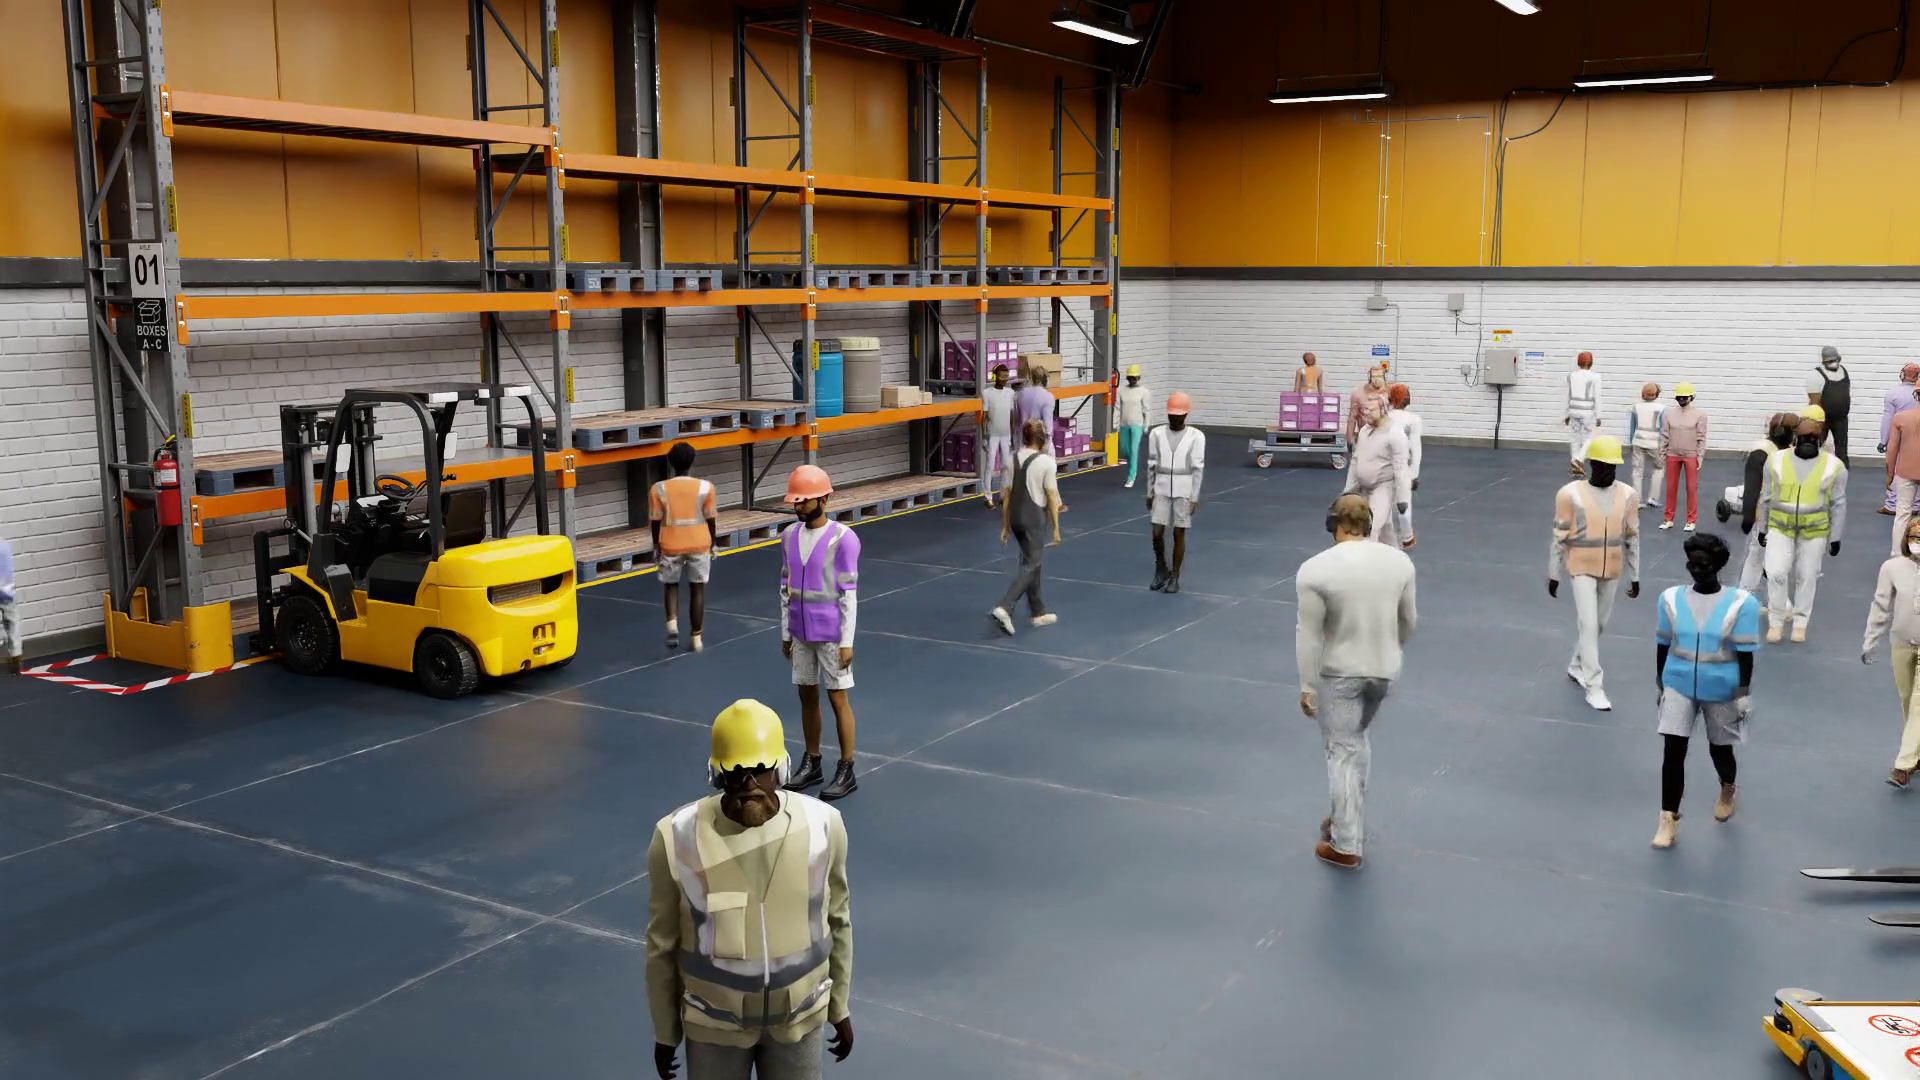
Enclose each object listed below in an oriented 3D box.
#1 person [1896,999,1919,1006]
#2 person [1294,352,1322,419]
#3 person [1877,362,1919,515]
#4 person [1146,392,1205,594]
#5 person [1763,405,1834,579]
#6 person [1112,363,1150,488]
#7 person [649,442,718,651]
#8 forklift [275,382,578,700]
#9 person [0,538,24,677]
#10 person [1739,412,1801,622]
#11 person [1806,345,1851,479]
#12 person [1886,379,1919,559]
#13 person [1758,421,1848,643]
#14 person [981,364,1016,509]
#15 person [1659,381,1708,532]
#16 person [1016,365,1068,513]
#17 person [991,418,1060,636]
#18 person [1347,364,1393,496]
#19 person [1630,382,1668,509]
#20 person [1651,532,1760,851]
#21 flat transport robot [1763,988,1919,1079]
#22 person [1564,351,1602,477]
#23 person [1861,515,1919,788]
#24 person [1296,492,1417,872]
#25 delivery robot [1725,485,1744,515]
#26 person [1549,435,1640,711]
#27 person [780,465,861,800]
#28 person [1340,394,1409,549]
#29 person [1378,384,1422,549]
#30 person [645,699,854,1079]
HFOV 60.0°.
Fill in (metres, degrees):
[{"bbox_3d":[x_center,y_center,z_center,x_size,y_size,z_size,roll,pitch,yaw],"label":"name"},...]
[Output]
[{"bbox_3d":[3.912,1.021,6.344,0.373,1.963,0.607,0,9,1],"label":"person"},{"bbox_3d":[6.190,-2.529,29.554,0.533,1.625,0.594,-2,9,-11],"label":"person"},{"bbox_3d":[11.759,-1.252,20.703,0.639,1.911,0.406,1,9,3],"label":"person"},{"bbox_3d":[2.002,-0.434,15.579,0.557,1.912,0.464,3,10,18],"label":"person"},{"bbox_3d":[8.209,-0.455,16.280,0.789,1.742,0.527,-8,12,-41],"label":"person"},{"bbox_3d":[2.452,-1.638,23.587,0.530,1.746,0.691,5,10,28],"label":"person"},{"bbox_3d":[-2.188,0.063,13.215,0.539,1.686,0.386,-1,9,-7],"label":"person"},{"bbox_3d":[-3.974,-0.067,12.417,2.313,2.155,1.214,5,11,30],"label":"forklift"},{"bbox_3d":[-5.563,0.586,9.272,0.602,1.890,0.559,9,13,43],"label":"person"},{"bbox_3d":[7.173,-0.204,14.469,0.628,1.808,0.813,-8,12,-43],"label":"person"},{"bbox_3d":[12.736,-1.888,24.263,0.762,2.000,0.914,-1,9,-5],"label":"person"},{"bbox_3d":[9.652,-0.655,16.711,0.618,1.990,0.394,7,11,37],"label":"person"},{"bbox_3d":[6.784,-0.050,13.447,0.650,1.822,0.631,5,11,30],"label":"person"},{"bbox_3d":[0.496,-1.324,21.316,0.516,1.861,0.322,-5,10,-29],"label":"person"},{"bbox_3d":[8.445,-0.977,19.460,0.518,1.756,0.350,7,12,39],"label":"person"},{"bbox_3d":[0.918,-1.224,20.632,0.638,1.891,1.038,8,12,42],"label":"person"},{"bbox_3d":[0.529,-0.111,13.929,0.549,1.805,0.855,9,13,43],"label":"person"},{"bbox_3d":[5.229,-1.278,20.937,0.689,1.886,0.416,1,9,9],"label":"person"},{"bbox_3d":[8.818,-1.200,21.240,0.525,1.617,0.547,-7,12,-39],"label":"person"},{"bbox_3d":[3.944,0.773,8.805,0.537,1.671,0.724,7,11,37],"label":"person"},{"bbox_3d":[3.475,1.949,5.816,0.652,0.197,1.431,0,9,0],"label":"flat transport robot"},{"bbox_3d":[9.198,-1.855,24.571,0.421,1.872,0.600,-7,12,-38],"label":"person"},{"bbox_3d":[5.570,0.656,9.754,0.823,1.594,0.536,-7,11,-36],"label":"person"},{"bbox_3d":[2.037,0.707,8.565,0.647,1.880,0.707,-2,9,-13],"label":"person"},{"bbox_3d":[9.441,-0.489,19.862,0.477,0.478,0.707,0,9,0],"label":"delivery robot"},{"bbox_3d":[4.504,0.193,11.768,0.601,1.888,0.898,-1,9,-6],"label":"person"},{"bbox_3d":[-0.831,0.527,9.545,0.540,1.931,0.382,6,11,33],"label":"person"},{"bbox_3d":[3.875,-0.445,15.787,0.931,1.865,0.658,-2,9,-15],"label":"person"},{"bbox_3d":[4.678,-0.756,17.864,0.596,1.829,0.974,6,11,34],"label":"person"},{"bbox_3d":[-0.587,1.343,4.742,0.600,1.831,0.404,-3,10,-17],"label":"person"}]
